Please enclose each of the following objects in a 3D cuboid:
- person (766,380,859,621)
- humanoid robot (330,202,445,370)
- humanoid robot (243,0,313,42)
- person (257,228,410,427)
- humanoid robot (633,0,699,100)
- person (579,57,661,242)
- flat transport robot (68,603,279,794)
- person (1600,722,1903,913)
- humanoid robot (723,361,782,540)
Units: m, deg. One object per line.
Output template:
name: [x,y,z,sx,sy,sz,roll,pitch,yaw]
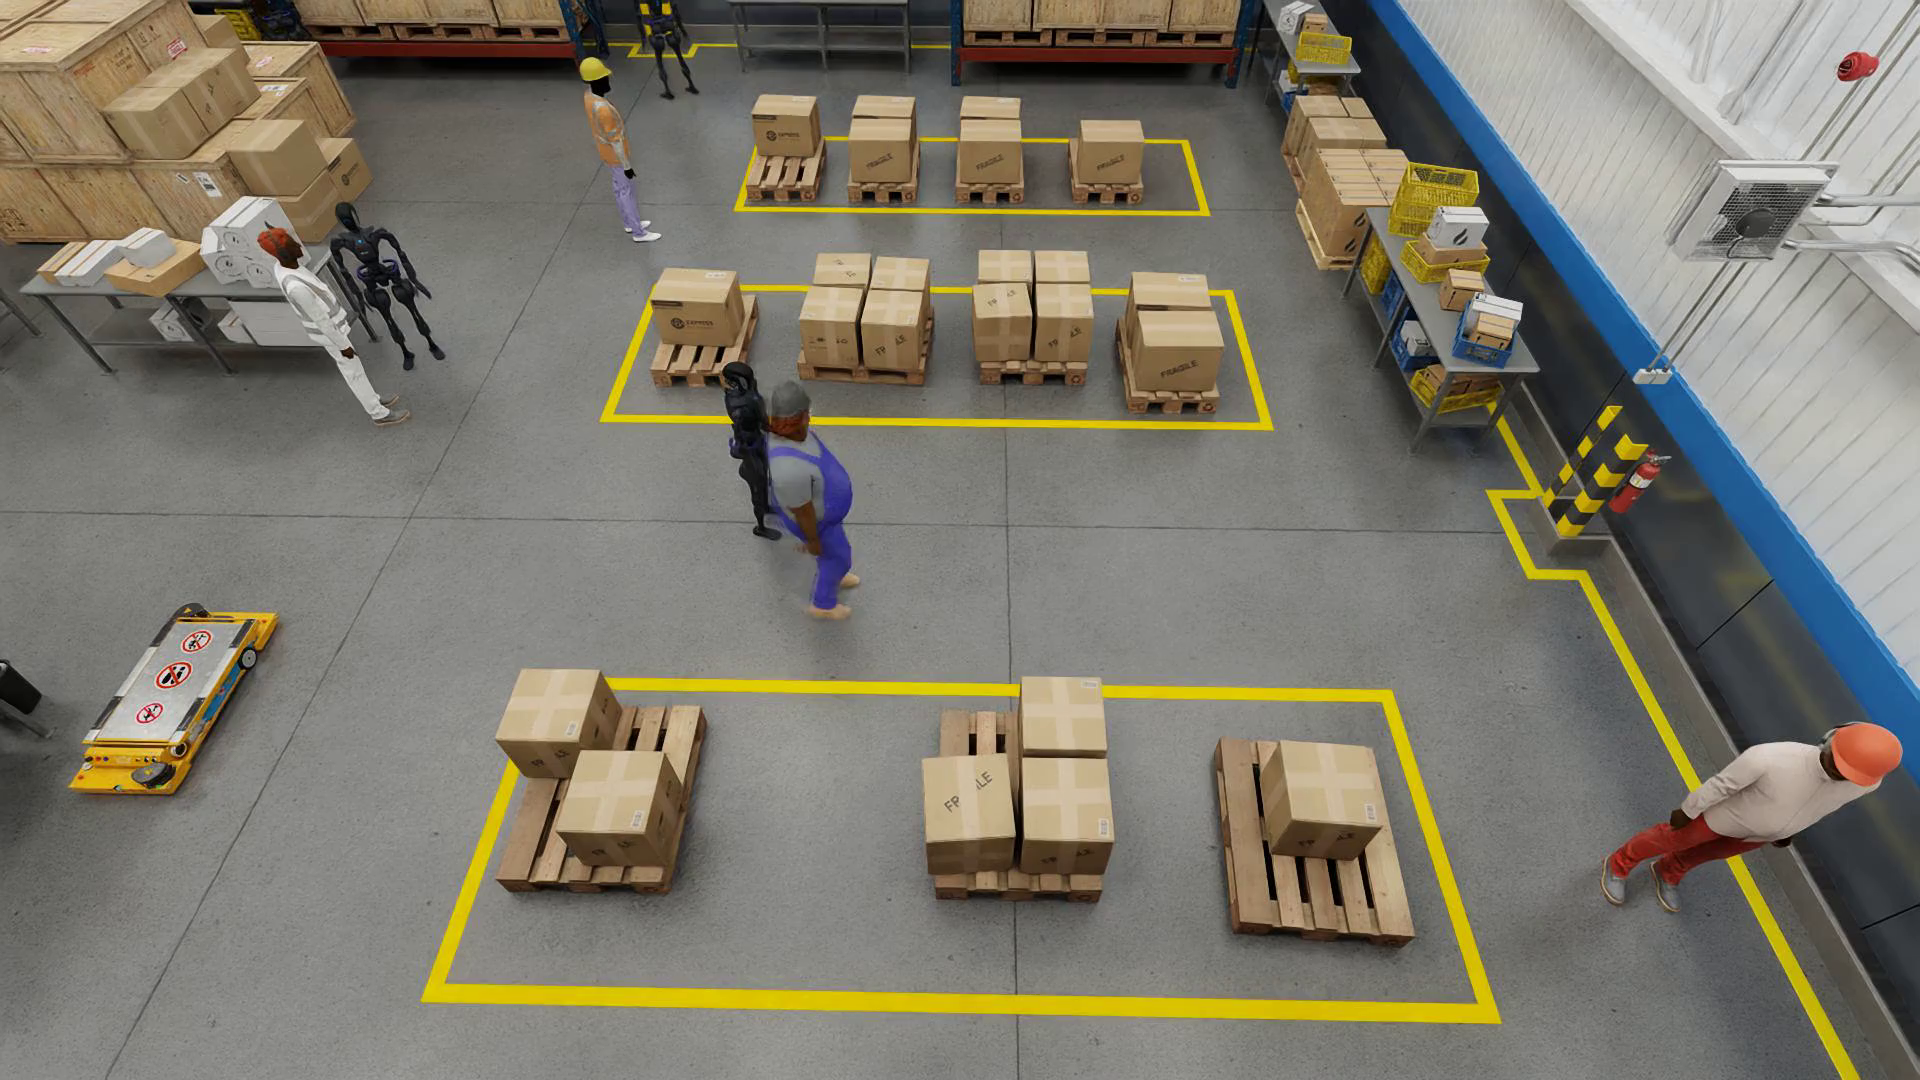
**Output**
person: [-1.014,-0.256,6.424,0.539,2.000,0.712,-9,50,-7]
humanoid robot: [-5.246,-2.322,8.399,0.603,1.657,0.318,-23,54,-18]
humanoid robot: [-9.039,-6.825,12.212,0.600,1.653,0.331,-31,56,-24]
person: [-5.344,-1.782,7.817,0.357,1.884,0.571,-31,57,-24]
humanoid robot: [-3.950,-6.775,12.178,0.696,1.630,0.443,-26,55,-21]
person: [-3.652,-4.120,9.767,0.359,1.927,0.586,-26,54,-20]
flat transport robot: [-5.504,1.072,6.442,0.652,0.197,1.431,1,50,1]
person: [4.235,1.516,4.956,0.622,1.990,0.387,8,50,7]
humanoid robot: [-1.558,-0.694,7.023,0.326,1.657,0.592,2,50,2]
